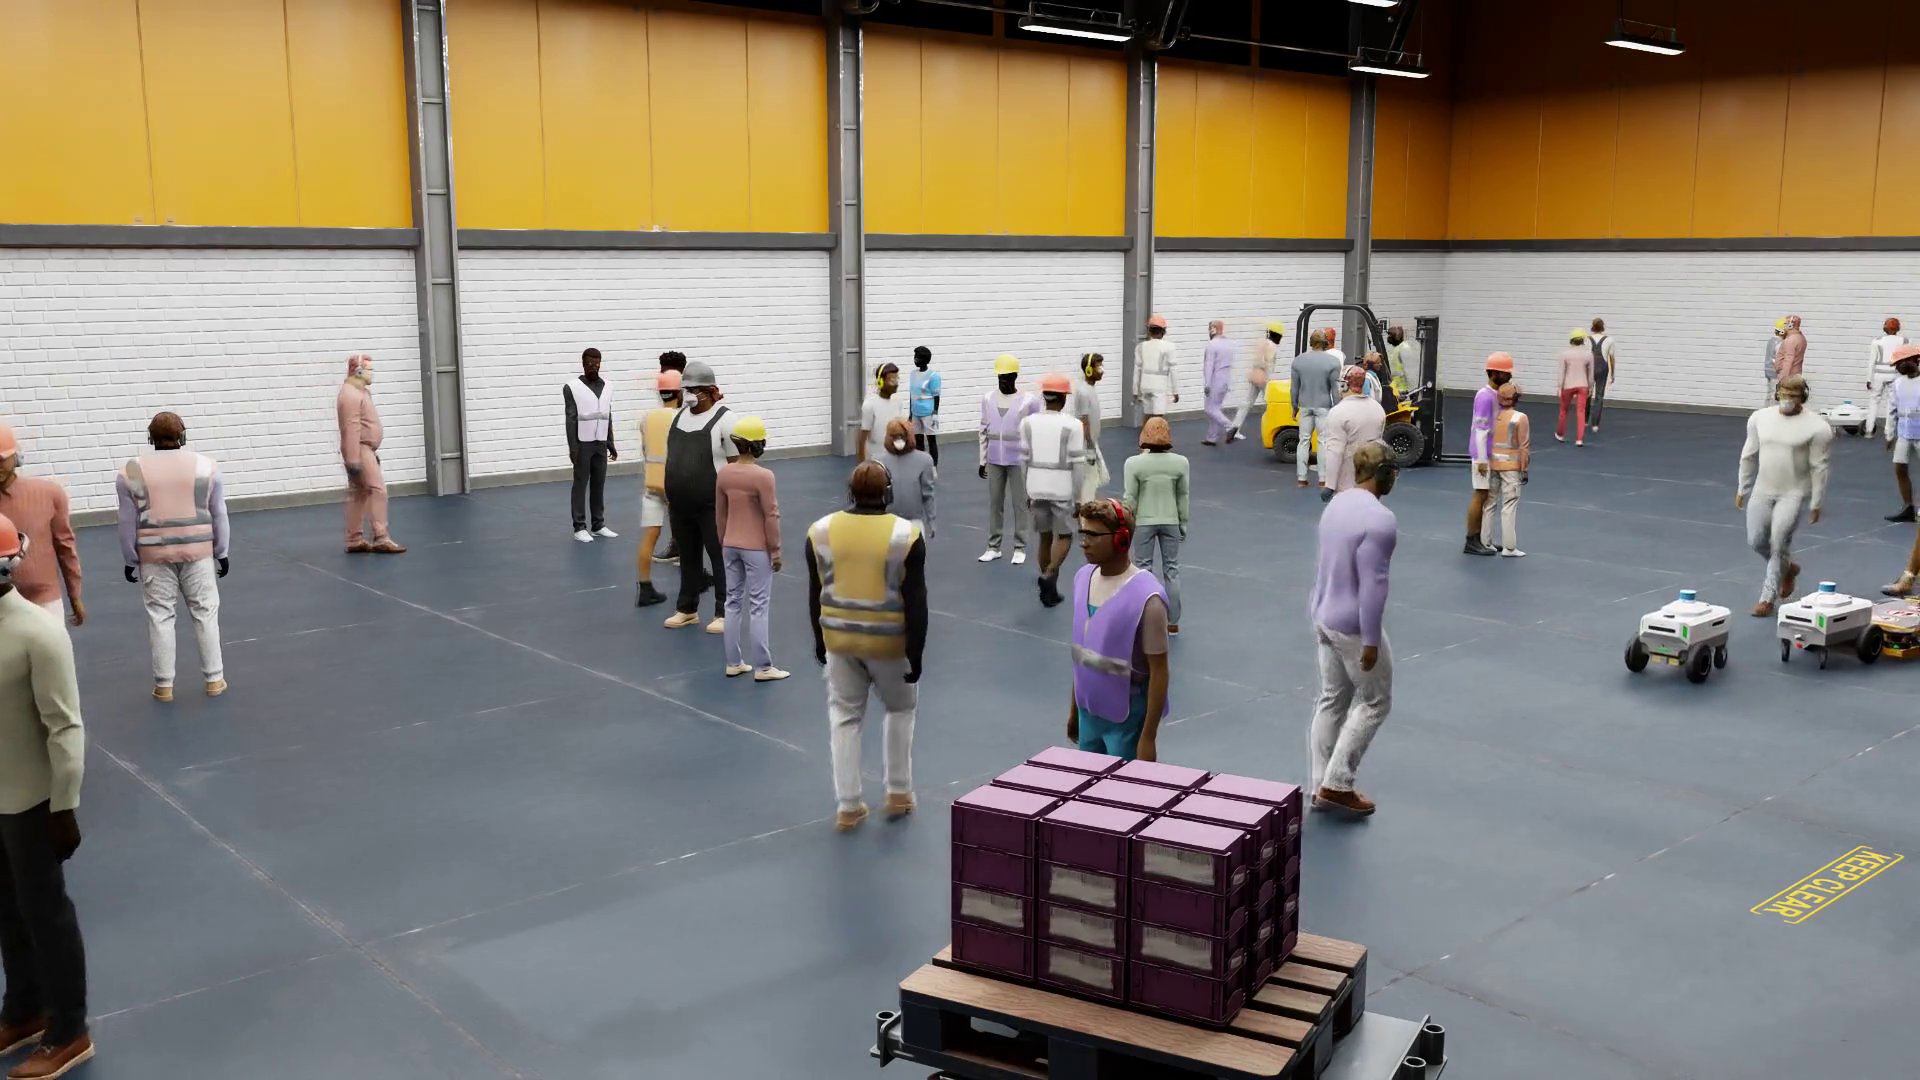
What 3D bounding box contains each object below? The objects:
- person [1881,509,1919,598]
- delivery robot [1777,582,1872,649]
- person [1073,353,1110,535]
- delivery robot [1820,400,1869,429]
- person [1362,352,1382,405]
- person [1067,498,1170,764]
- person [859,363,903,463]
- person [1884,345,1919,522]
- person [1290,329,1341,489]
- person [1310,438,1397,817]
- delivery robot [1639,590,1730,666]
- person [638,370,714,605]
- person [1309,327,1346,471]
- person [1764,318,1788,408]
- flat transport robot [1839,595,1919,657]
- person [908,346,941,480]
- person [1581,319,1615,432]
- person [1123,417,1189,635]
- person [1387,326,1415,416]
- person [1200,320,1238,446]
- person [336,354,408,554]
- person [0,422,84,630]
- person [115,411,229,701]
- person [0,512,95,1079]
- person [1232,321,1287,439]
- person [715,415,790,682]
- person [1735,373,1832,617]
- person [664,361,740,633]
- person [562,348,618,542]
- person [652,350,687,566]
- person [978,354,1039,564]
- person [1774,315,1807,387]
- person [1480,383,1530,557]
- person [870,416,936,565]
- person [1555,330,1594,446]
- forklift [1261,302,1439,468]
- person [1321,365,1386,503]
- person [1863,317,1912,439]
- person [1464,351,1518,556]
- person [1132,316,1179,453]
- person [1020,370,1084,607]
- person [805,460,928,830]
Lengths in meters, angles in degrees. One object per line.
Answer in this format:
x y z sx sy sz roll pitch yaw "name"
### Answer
8.126 -0.486 13.606 1.037 1.991 0.613 -4 10 -20 "person"
5.996 0.534 11.529 0.707 0.478 0.477 -7 12 -35 "delivery robot"
1.313 -0.955 16.723 0.413 1.856 0.549 2 10 11 "person"
13.901 -1.951 26.076 0.707 0.478 0.477 0 10 1 "delivery robot"
5.039 -1.496 20.512 0.314 1.642 0.515 4 11 24 "person"
0.649 0.735 6.854 0.373 1.843 0.572 -6 11 -30 "person"
-0.681 -0.683 15.131 0.410 1.855 0.532 6 12 33 "person"
10.122 -1.107 17.542 0.562 1.887 0.630 -4 11 -23 "person"
4.313 -1.585 20.165 0.635 1.937 0.354 6 11 31 "person"
1.990 0.443 8.397 0.477 1.905 0.643 -3 10 -15 "person"
4.909 0.582 11.249 0.707 0.478 0.477 -9 13 -41 "delivery robot"
-2.357 -0.442 13.634 0.552 1.878 0.988 5 11 28 "person"
4.826 -1.844 21.830 0.356 1.887 0.572 8 12 39 "person"
13.029 -2.609 26.471 0.404 1.830 0.603 2 10 10 "person"
6.905 0.618 12.138 1.431 0.197 0.652 -7 12 -35 "flat transport robot"
-0.453 -1.588 20.887 0.322 1.697 0.532 -9 13 -42 "person"
10.318 -2.673 26.939 0.538 1.802 0.932 4 11 24 "person"
1.446 -0.095 12.329 0.501 1.632 0.280 -1 10 -8 "person"
6.322 -2.221 24.304 0.957 1.794 0.657 0 10 2 "person"
3.879 -2.315 24.641 0.611 1.875 0.659 9 13 41 "person"
-5.528 -0.805 15.717 0.658 1.889 0.680 -3 10 -17 "person"
-5.025 0.332 8.868 0.628 1.960 0.553 -6 11 -30 "person"
-4.983 0.101 10.575 0.636 1.842 0.429 -5 11 -27 "person"
-3.267 0.858 5.700 0.627 1.992 0.399 5 11 28 "person"
4.677 -2.426 25.456 1.133 1.810 0.597 -2 10 -10 "person"
-1.392 0.057 11.052 0.524 1.769 0.325 7 12 37 "person"
6.474 -0.361 13.044 0.632 1.918 0.660 -8 13 -41 "person"
-1.957 -0.319 12.455 0.675 2.000 0.536 6 11 29 "person"
-3.674 -0.951 16.528 0.391 1.914 0.587 7 12 36 "person"
-2.578 -0.745 15.165 0.361 1.965 0.613 -9 13 -44 "person"
0.435 -0.739 15.241 0.584 1.928 0.372 5 11 25 "person"
12.783 -2.511 25.682 0.407 1.908 0.641 8 13 39 "person"
5.109 -0.657 15.611 0.308 1.636 0.523 -7 12 -34 "person"
-0.445 -0.137 12.611 0.523 1.617 0.416 -1 10 -3 "person"
9.184 -2.276 24.862 0.550 1.717 0.917 1 10 7 "person"
5.320 -2.157 22.763 2.313 2.155 1.214 3 10 16 "forklift"
3.259 -0.509 13.956 0.642 1.909 0.399 -7 12 -37 "person"
14.283 -2.483 25.610 0.596 1.880 0.418 3 10 20 "person"
5.018 -0.816 15.700 0.391 1.928 0.554 6 11 32 "person"
2.631 -2.062 22.814 0.629 2.009 0.758 7 12 36 "person"
0.703 -0.379 13.196 0.543 1.916 0.614 4 11 24 "person"
-0.436 0.502 8.288 0.646 1.822 0.634 2 10 12 "person"
